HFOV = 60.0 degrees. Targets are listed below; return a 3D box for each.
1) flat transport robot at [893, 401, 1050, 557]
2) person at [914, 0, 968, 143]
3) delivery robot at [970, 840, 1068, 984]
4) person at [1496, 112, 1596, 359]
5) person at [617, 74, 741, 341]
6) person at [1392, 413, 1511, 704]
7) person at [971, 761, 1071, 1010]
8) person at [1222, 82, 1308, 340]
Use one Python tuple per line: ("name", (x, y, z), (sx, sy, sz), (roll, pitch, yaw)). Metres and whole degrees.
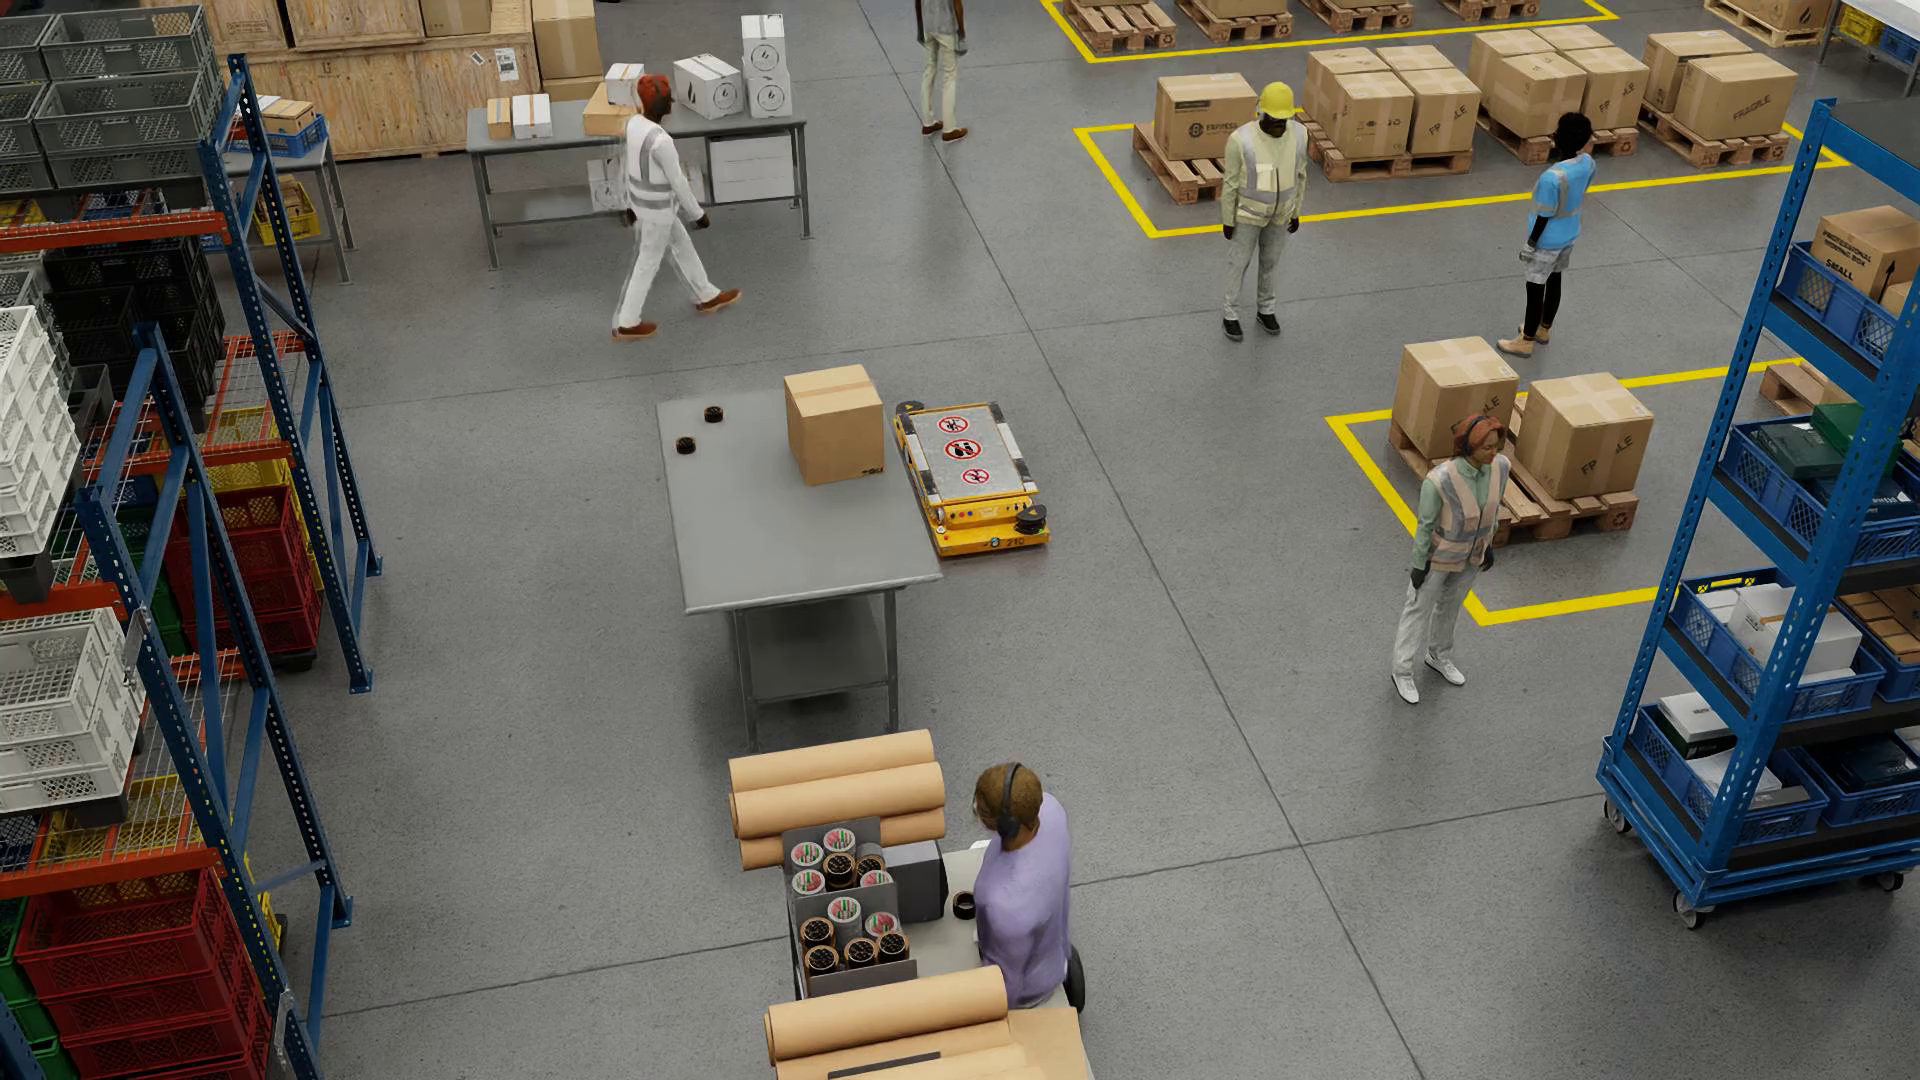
("flat transport robot", (0.046, -0.430, 10.108), (0.652, 0.197, 1.431), (-8, 37, -10))
("person", (-0.158, -4.280, 13.965), (0.514, 1.865, 0.333), (24, 43, 29))
("delivery robot", (0.234, 1.591, 7.081), (0.477, 0.478, 0.707), (-5, 37, -6))
("person", (3.924, -2.022, 11.062), (0.532, 1.696, 0.319), (-30, 46, -34))
("person", (-2.015, -2.251, 11.262), (0.971, 1.832, 0.561), (-17, 40, -21))
("person", (2.444, 0.079, 8.281), (0.517, 1.645, 0.307), (-17, 40, -21))
("person", (0.213, 1.546, 6.079), (0.371, 1.931, 0.627), (9, 38, 11))
("person", (2.045, -2.219, 11.225), (0.583, 1.823, 0.403), (-9, 38, -12))
